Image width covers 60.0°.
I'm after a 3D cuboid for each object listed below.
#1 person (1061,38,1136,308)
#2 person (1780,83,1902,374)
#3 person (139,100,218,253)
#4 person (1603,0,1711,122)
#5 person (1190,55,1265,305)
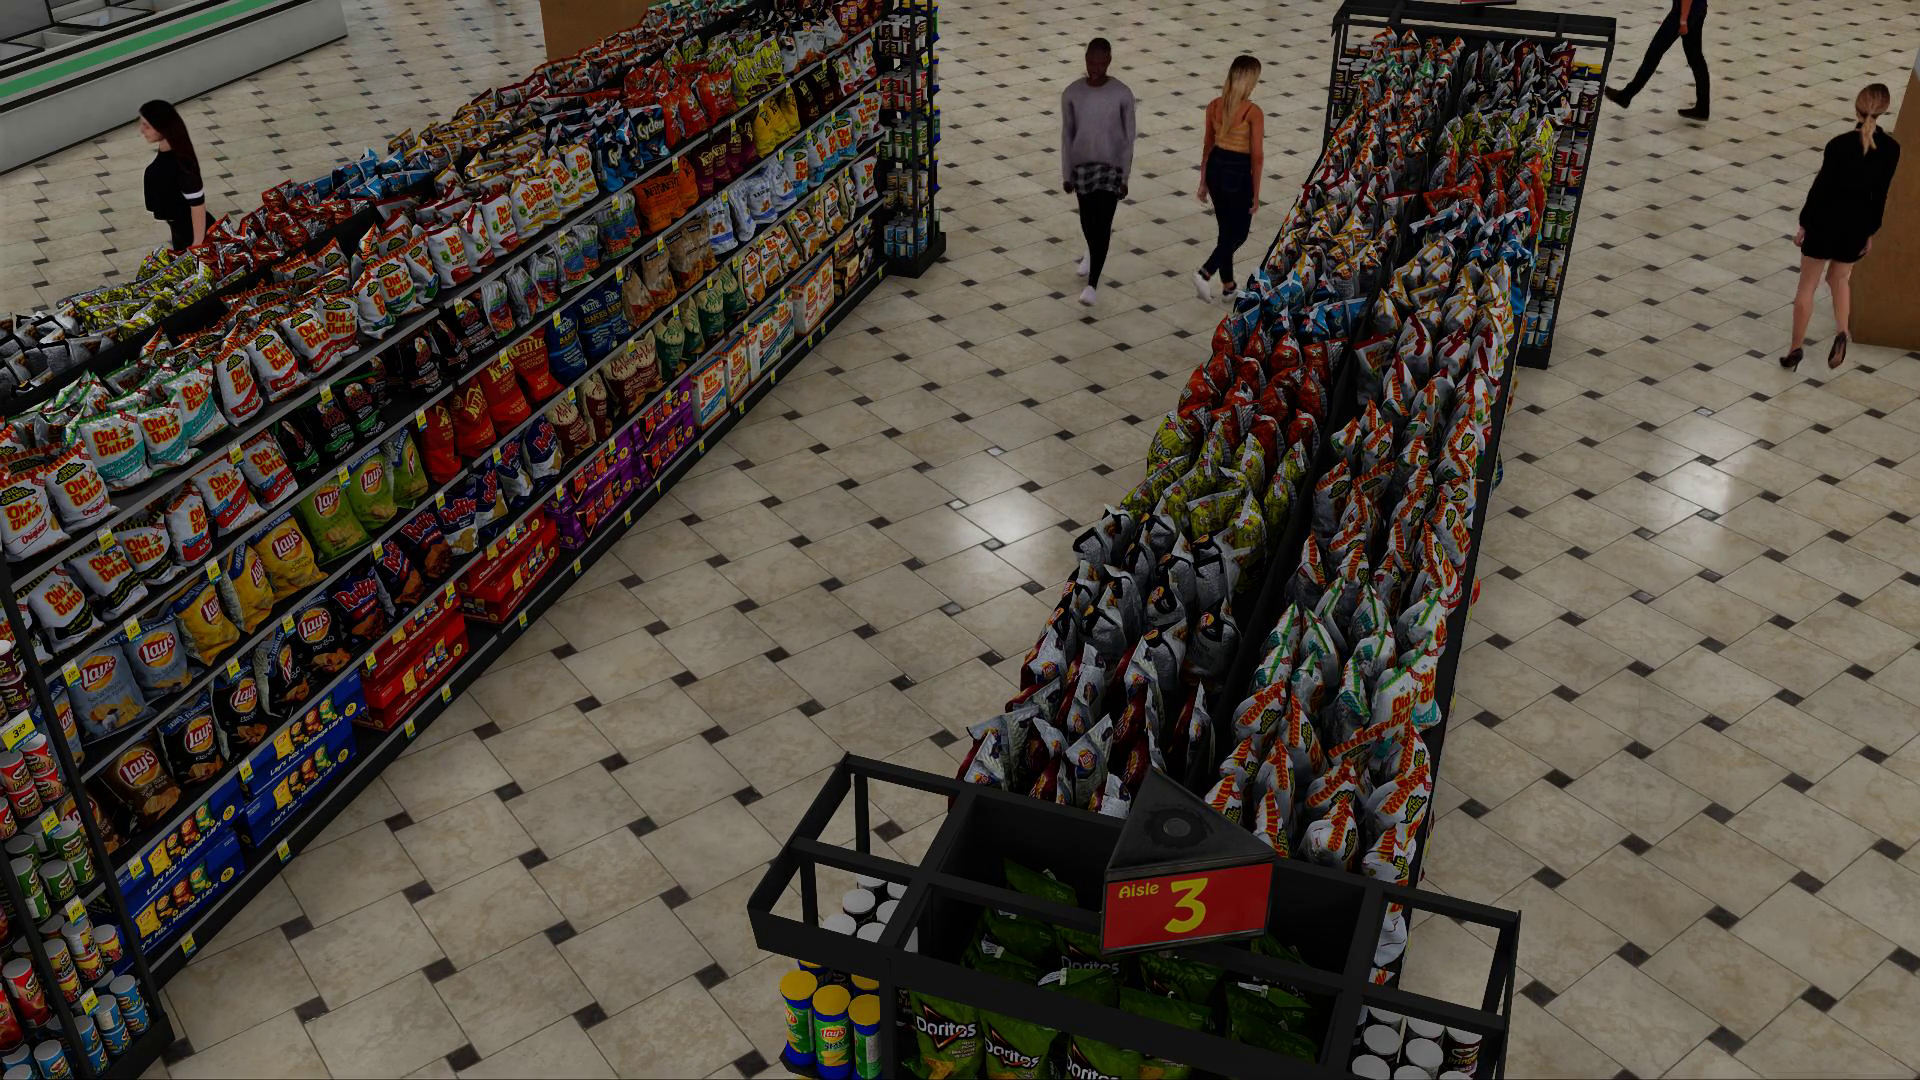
[{"bbox_3d":[0.919,-2.405,10.789,0.675,1.696,1.239,11,33,17],"label":"person"},{"bbox_3d":[5.119,-1.736,9.663,0.718,1.751,0.848,0,32,1],"label":"person"},{"bbox_3d":[-4.572,-1.824,9.909,0.730,1.640,0.704,-25,40,-34],"label":"person"},{"bbox_3d":[6.144,-4.349,13.874,1.030,1.737,1.174,28,41,37],"label":"person"},{"bbox_3d":[1.676,-2.244,10.611,0.753,1.611,0.927,24,39,33],"label":"person"}]
